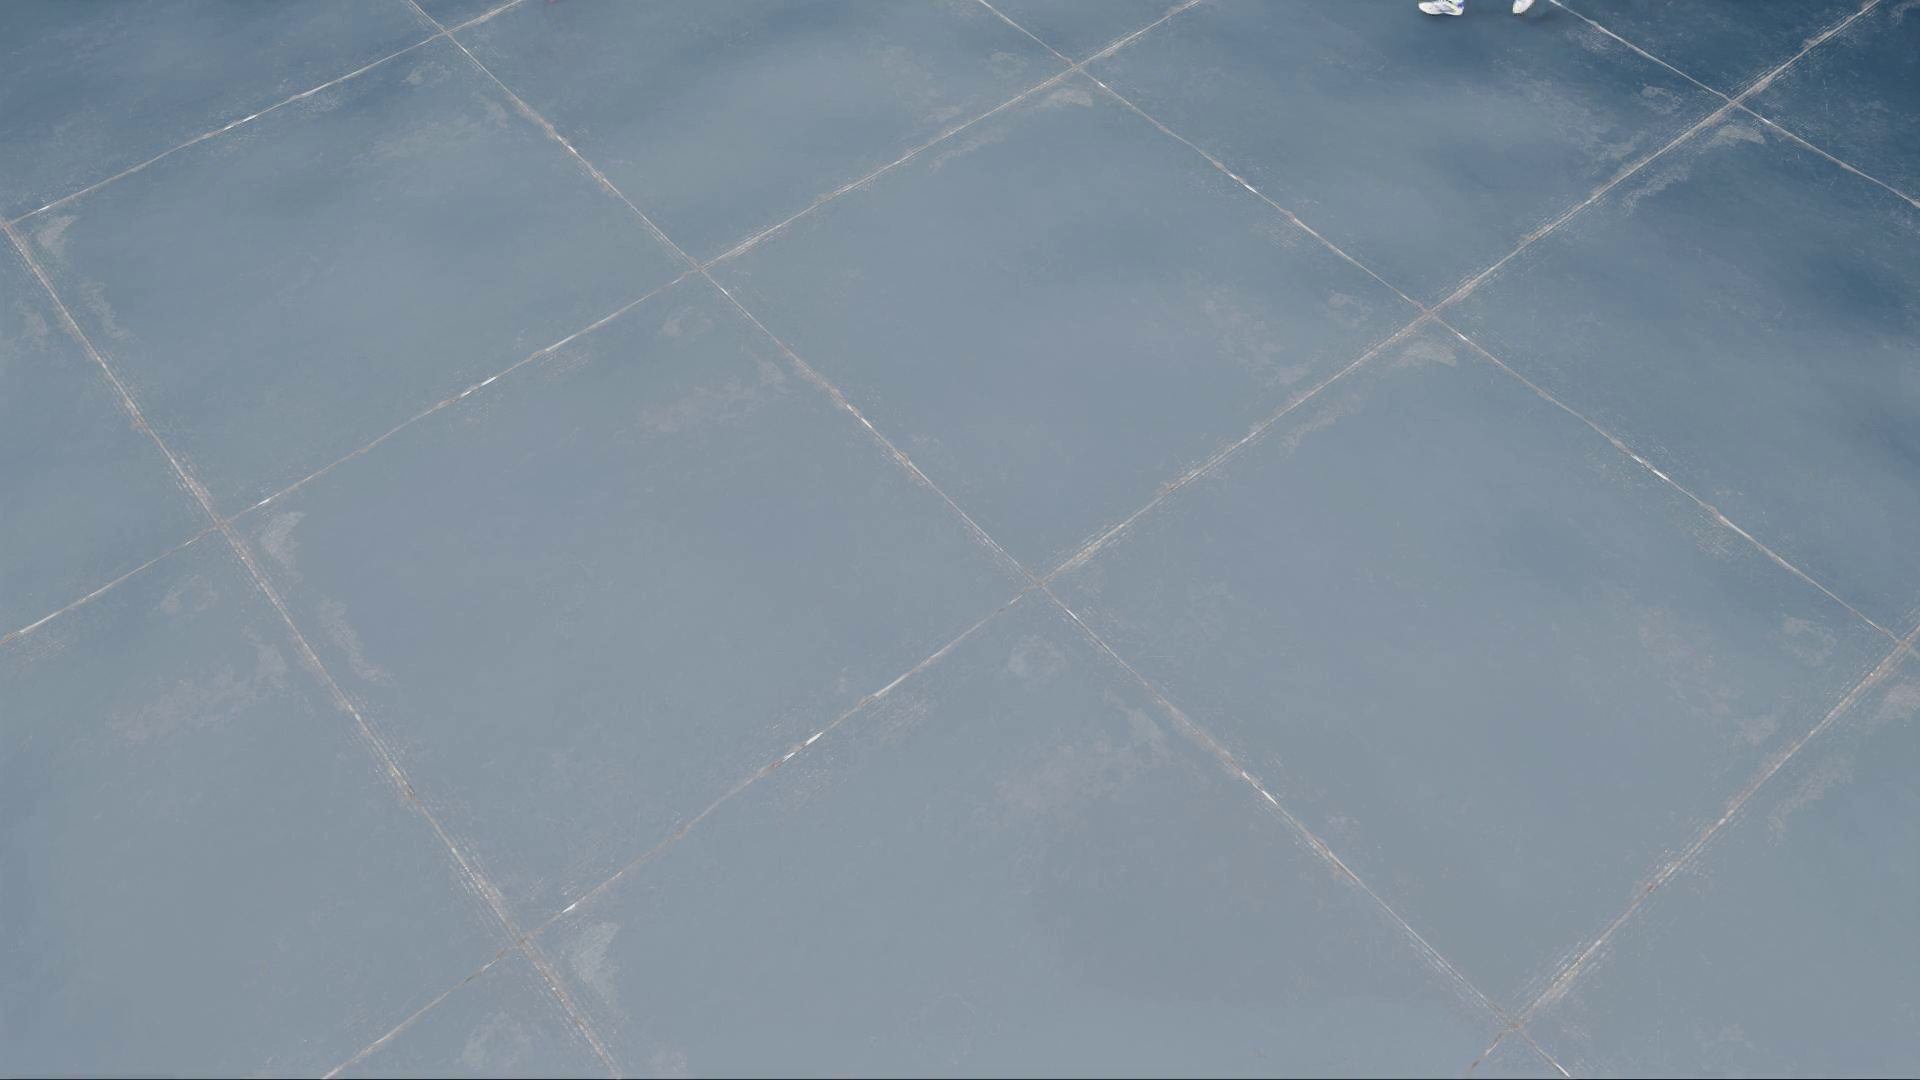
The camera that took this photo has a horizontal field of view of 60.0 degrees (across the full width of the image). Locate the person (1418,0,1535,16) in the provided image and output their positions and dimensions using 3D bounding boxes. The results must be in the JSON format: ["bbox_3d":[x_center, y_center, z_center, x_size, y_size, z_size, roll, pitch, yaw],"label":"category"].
[{"bbox_3d":[3.506,-4.130,10.578,1.148,1.838,1.027,-3,52,-3],"label":"person"}]
